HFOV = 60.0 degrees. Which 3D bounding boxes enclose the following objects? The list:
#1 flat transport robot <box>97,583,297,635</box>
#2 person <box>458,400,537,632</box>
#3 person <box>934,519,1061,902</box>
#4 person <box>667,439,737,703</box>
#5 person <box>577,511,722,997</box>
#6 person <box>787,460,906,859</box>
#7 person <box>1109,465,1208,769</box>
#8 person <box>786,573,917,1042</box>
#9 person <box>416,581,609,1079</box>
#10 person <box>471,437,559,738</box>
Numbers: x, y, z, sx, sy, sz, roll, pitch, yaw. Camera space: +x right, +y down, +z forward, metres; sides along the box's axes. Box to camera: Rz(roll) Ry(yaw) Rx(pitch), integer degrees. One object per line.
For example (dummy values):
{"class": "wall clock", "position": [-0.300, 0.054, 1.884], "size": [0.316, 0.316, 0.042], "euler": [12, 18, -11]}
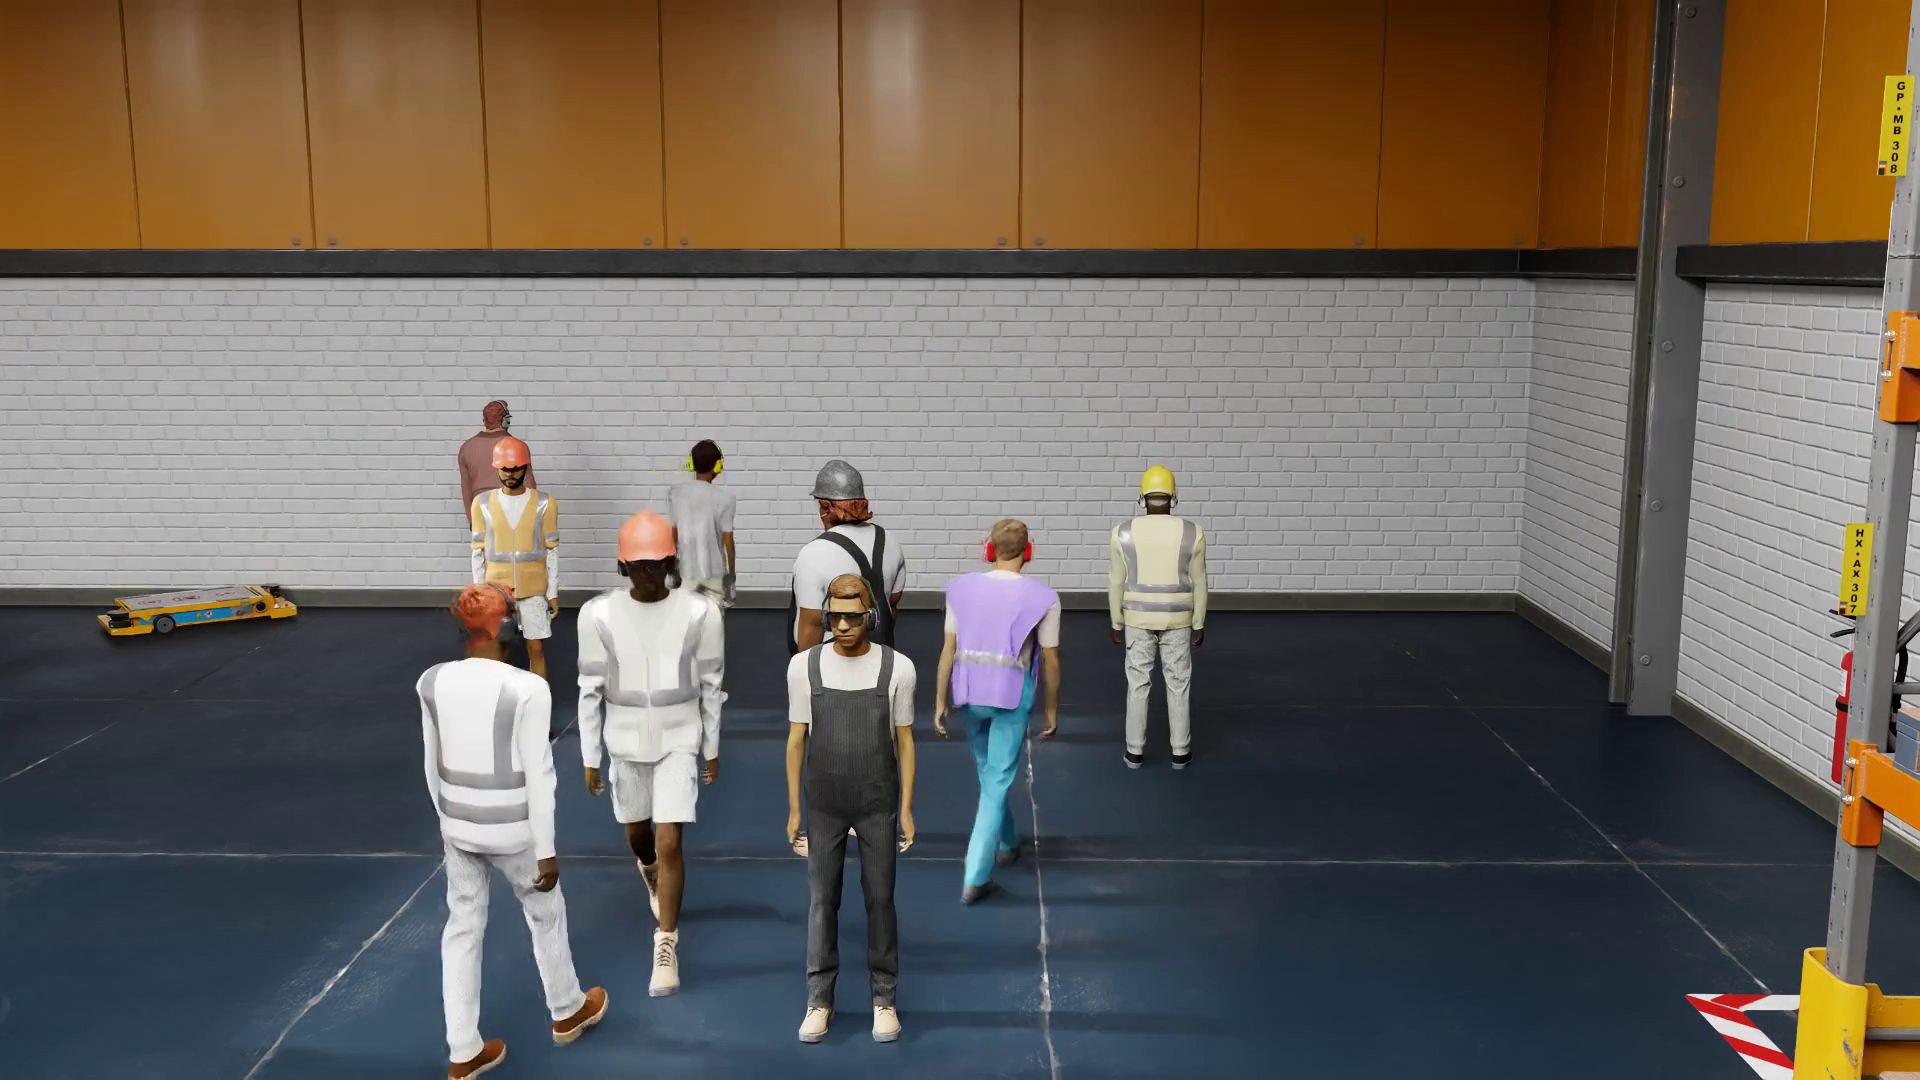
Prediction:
{"class": "flat transport robot", "position": [-6.394, 0.570, 13.948], "size": [1.431, 0.197, 0.652], "euler": [-7, 12, -35]}
{"class": "person", "position": [-3.744, -0.191, 13.616], "size": [0.643, 1.909, 0.410], "euler": [2, 10, 11]}
{"class": "person", "position": [0.212, 0.789, 8.076], "size": [0.585, 1.786, 0.904], "euler": [4, 10, 23]}
{"class": "person", "position": [-1.747, 0.254, 11.146], "size": [0.514, 1.842, 0.591], "euler": [1, 10, 9]}
{"class": "person", "position": [-1.321, 0.840, 7.184], "size": [0.604, 2.011, 0.963], "euler": [-1, 10, -5]}
{"class": "person", "position": [-0.633, 0.599, 8.485], "size": [0.538, 2.000, 0.682], "euler": [8, 12, 39]}
{"class": "person", "position": [1.181, 0.463, 9.920], "size": [0.586, 1.833, 0.403], "euler": [1, 10, 7]}
{"class": "person", "position": [-0.422, 1.036, 6.455], "size": [0.510, 1.846, 0.341], "euler": [0, 9, 0]}
{"class": "person", "position": [-1.677, 1.058, 6.285], "size": [0.614, 1.855, 0.815], "euler": [4, 10, 20]}
{"class": "person", "position": [-2.801, 0.312, 10.513], "size": [0.542, 1.938, 0.358], "euler": [-2, 10, -12]}
